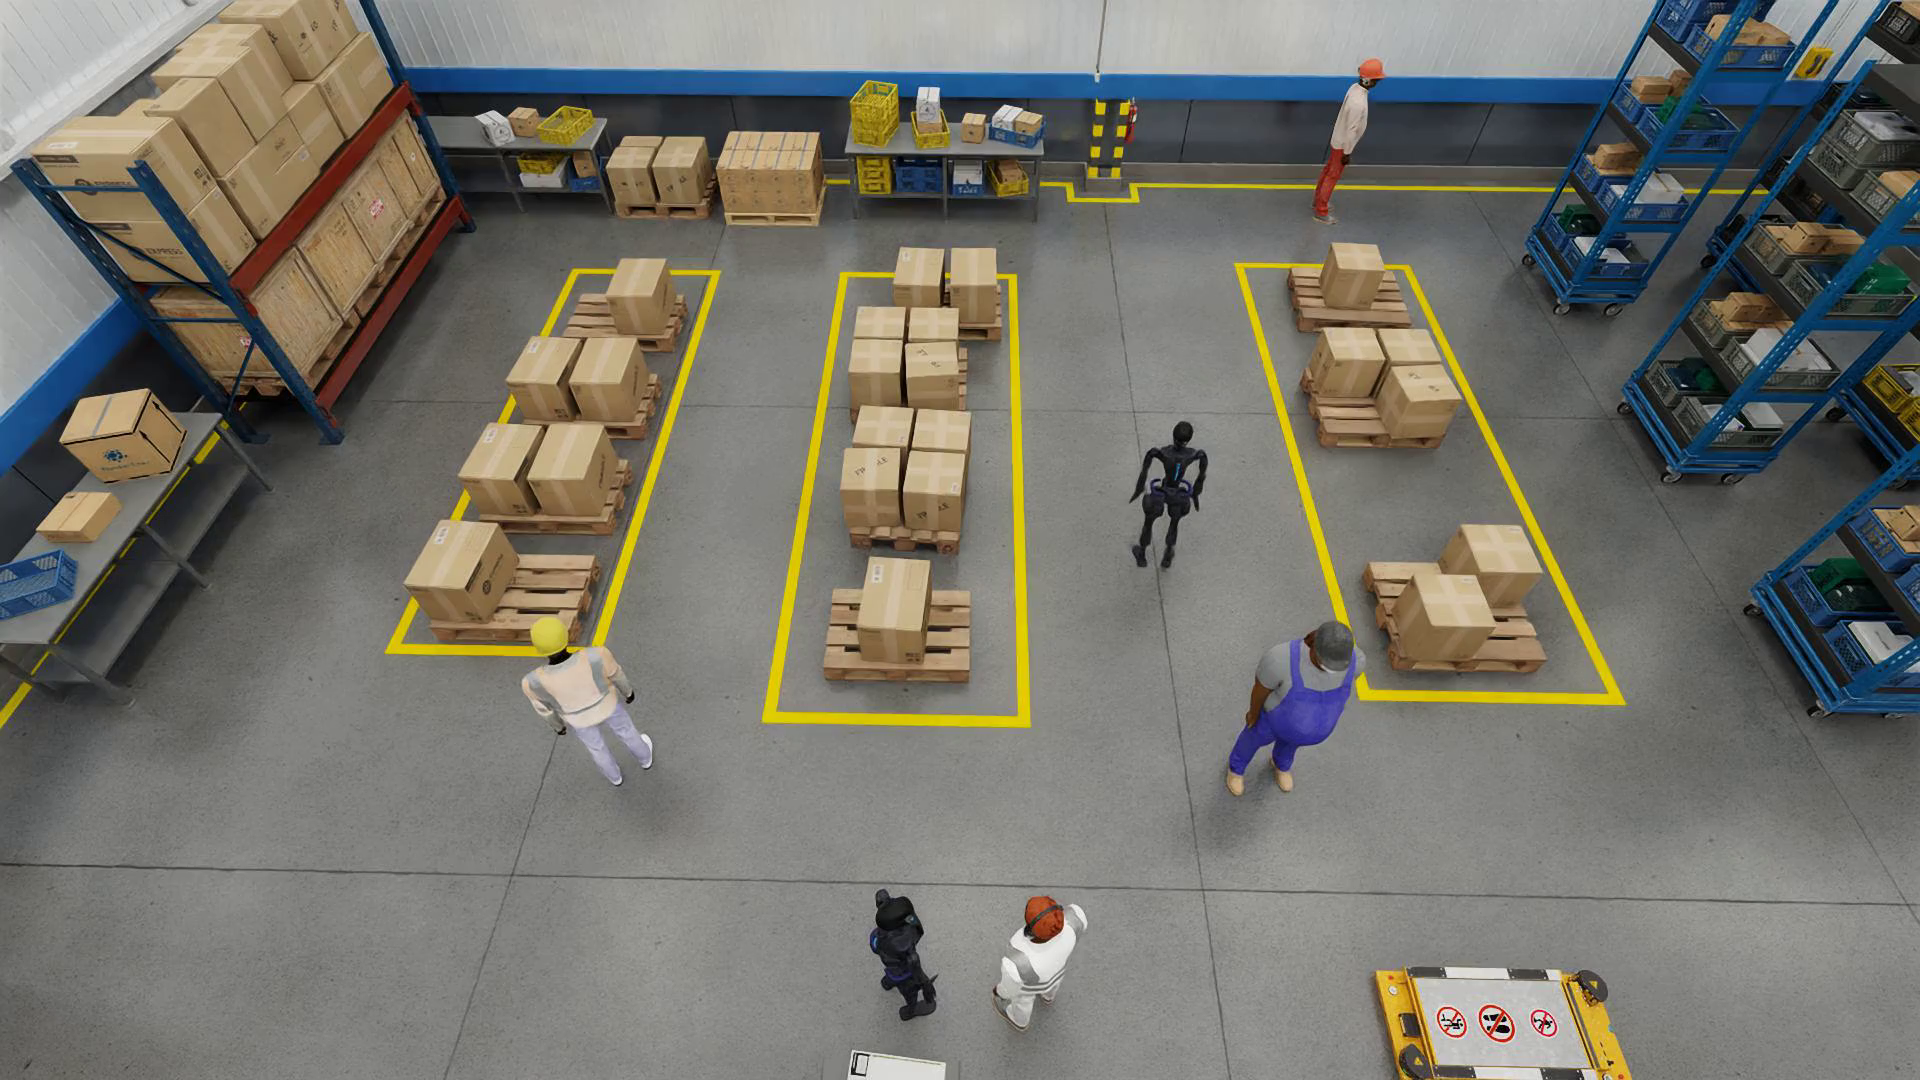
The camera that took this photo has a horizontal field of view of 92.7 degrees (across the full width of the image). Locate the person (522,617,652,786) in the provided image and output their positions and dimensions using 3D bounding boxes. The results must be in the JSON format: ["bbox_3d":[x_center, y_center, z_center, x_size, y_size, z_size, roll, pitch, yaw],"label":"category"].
[{"bbox_3d":[-2.616,1.157,6.473,0.594,1.925,0.368,-26,55,-20],"label":"person"}]

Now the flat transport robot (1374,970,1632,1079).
[{"bbox_3d":[3.501,3.133,5.914,1.431,0.197,0.652,1,51,1],"label":"flat transport robot"}]

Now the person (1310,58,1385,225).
[{"bbox_3d":[4.803,-4.953,11.410,0.376,1.995,0.610,9,51,7],"label":"person"}]

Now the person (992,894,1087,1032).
[{"bbox_3d":[0.439,2.494,5.411,0.582,1.882,0.351,-32,58,-23],"label":"person"}]

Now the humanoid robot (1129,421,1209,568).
[{"bbox_3d":[1.783,-0.378,7.876,0.607,1.657,0.315,3,51,2],"label":"humanoid robot"}]

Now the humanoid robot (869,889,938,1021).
[{"bbox_3d":[-0.336,2.495,5.532,0.329,1.660,0.587,-25,55,-19],"label":"humanoid robot"}]

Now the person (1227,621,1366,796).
[{"bbox_3d":[2.337,1.210,6.358,0.682,2.000,0.538,-3,51,-2],"label":"person"}]
